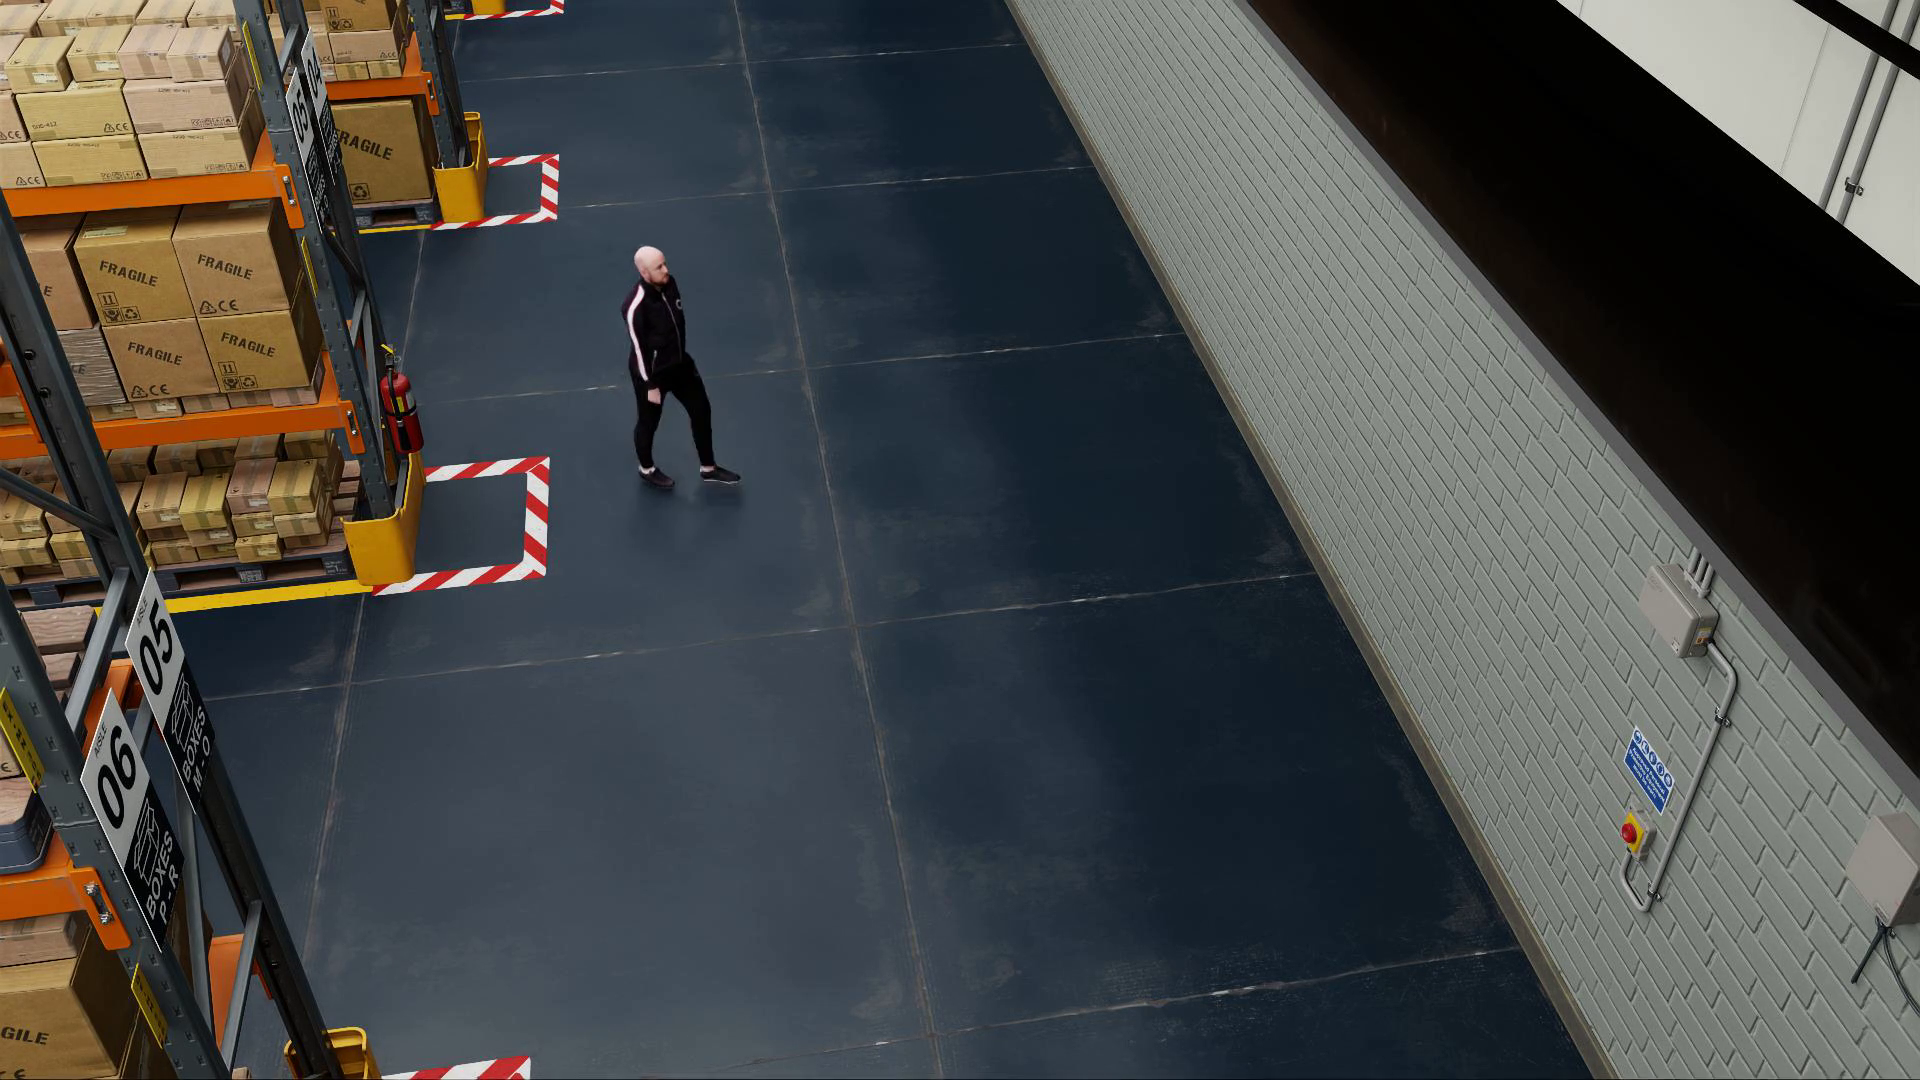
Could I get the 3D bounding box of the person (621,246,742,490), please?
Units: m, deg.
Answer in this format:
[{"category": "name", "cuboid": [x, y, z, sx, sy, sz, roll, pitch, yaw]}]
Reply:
[{"category": "person", "cuboid": [-2.034, -1.113, 10.828, 1.092, 1.810, 1.000, 16, 41, 20]}]
